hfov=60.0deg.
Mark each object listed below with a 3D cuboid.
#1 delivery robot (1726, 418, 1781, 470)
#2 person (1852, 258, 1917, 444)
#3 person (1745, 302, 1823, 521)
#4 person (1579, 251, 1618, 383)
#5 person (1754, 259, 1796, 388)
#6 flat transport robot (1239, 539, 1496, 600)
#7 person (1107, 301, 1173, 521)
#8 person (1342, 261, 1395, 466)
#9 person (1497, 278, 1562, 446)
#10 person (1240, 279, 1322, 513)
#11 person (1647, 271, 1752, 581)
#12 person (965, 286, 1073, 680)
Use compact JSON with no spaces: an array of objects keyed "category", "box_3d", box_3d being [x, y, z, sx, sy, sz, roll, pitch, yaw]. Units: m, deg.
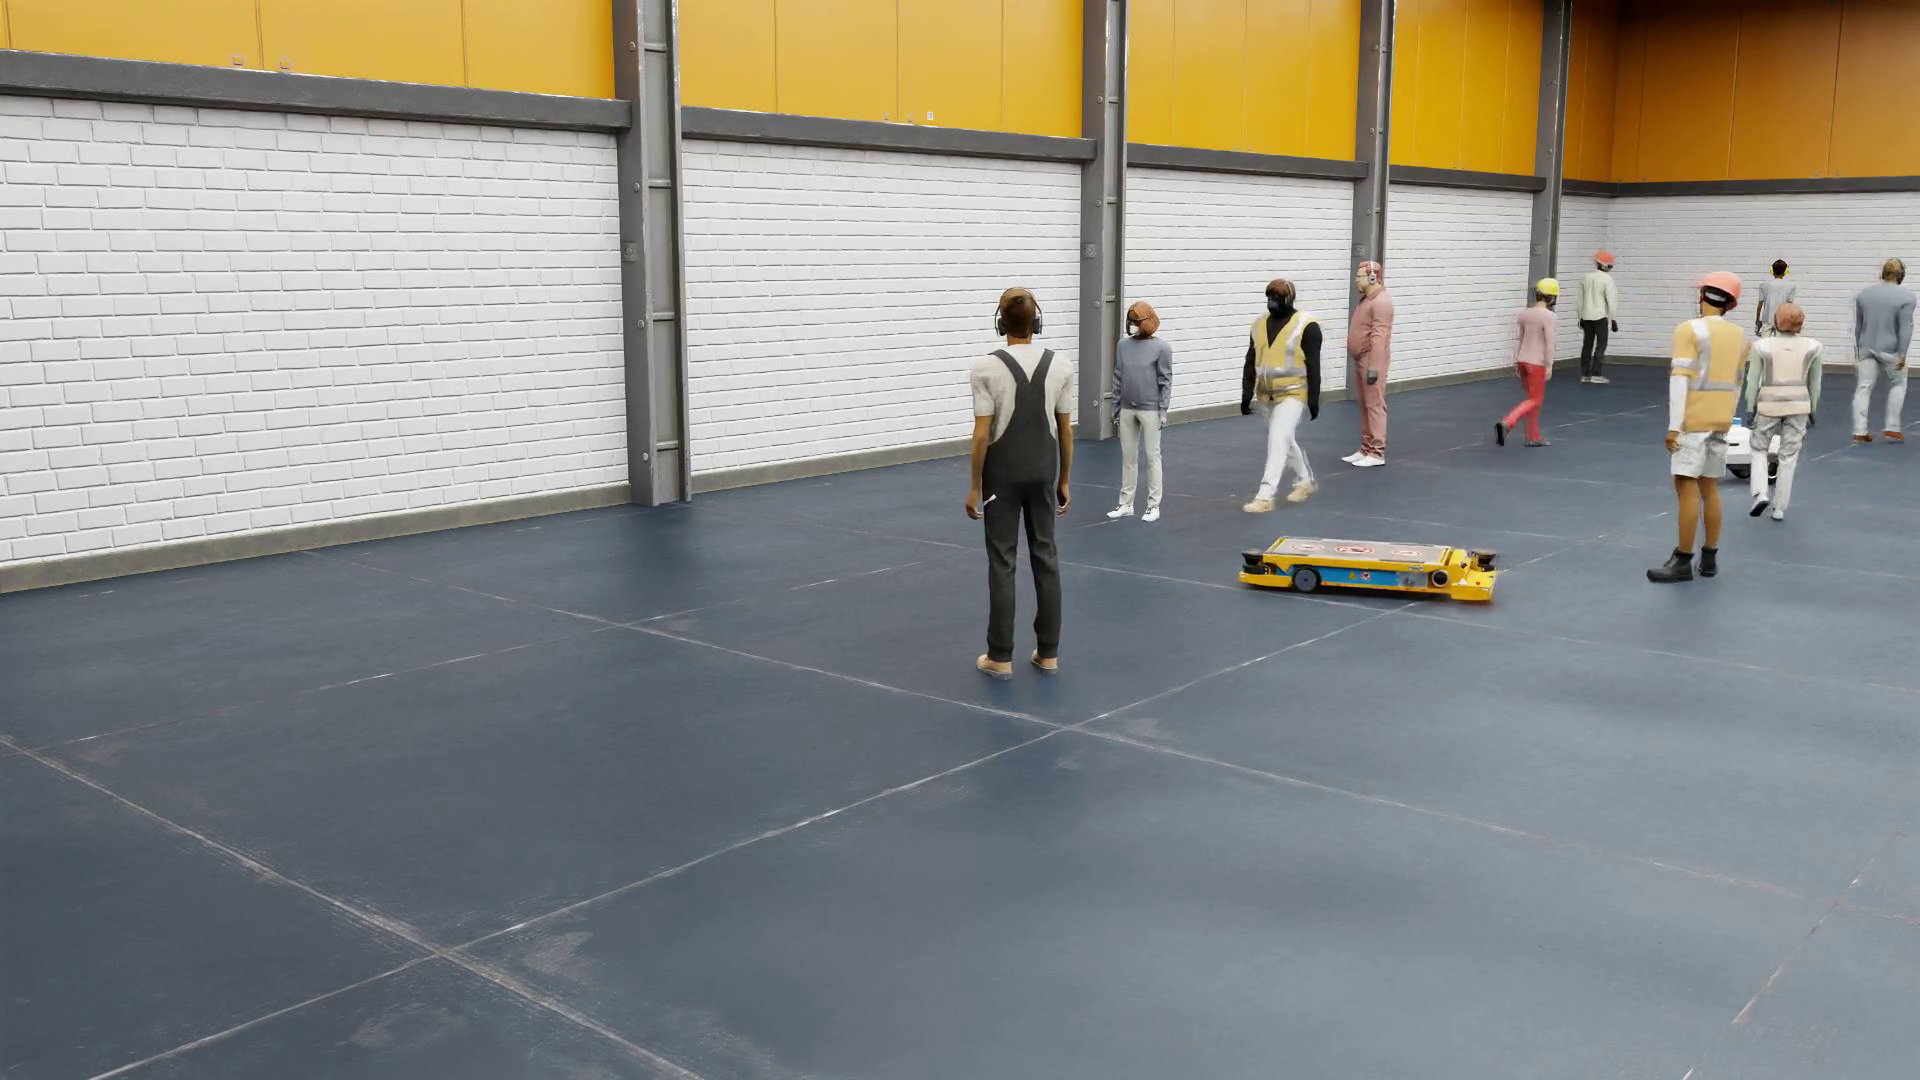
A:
[{"category":"delivery robot","box_3d":[6.684,-0.815,14.382,0.707,0.478,0.477,-1,10,-3]},{"category":"person","box_3d":[9.582,-1.945,17.230,0.722,1.915,0.653,-7,12,-33]},{"category":"person","box_3d":[6.094,-0.944,12.341,0.519,1.624,0.364,3,10,18]},{"category":"person","box_3d":[9.583,-3.342,25.044,0.447,1.963,0.666,-5,11,-26]},{"category":"person","box_3d":[11.769,-3.113,24.031,0.511,1.862,0.323,6,11,29]},{"category":"flat transport robot","box_3d":[2.437,0.156,9.929,1.431,0.197,0.652,4,11,20]},{"category":"person","box_3d":[1.340,-0.957,12.387,0.498,1.633,0.279,8,13,38]},{"category":"person","box_3d":[3.803,-1.636,15.498,0.400,1.901,0.660,0,10,0]},{"category":"person","box_3d":[5.726,-1.775,16.771,0.710,1.734,0.557,-3,10,-16]},{"category":"person","box_3d":[2.534,-1.137,12.968,0.959,1.798,0.639,-8,13,-39]},{"category":"person","box_3d":[4.497,-0.694,10.213,0.733,1.891,0.395,-4,11,-24]},{"category":"person","box_3d":[0.278,-0.262,7.836,0.520,1.842,0.330,-3,11,-19]}]
